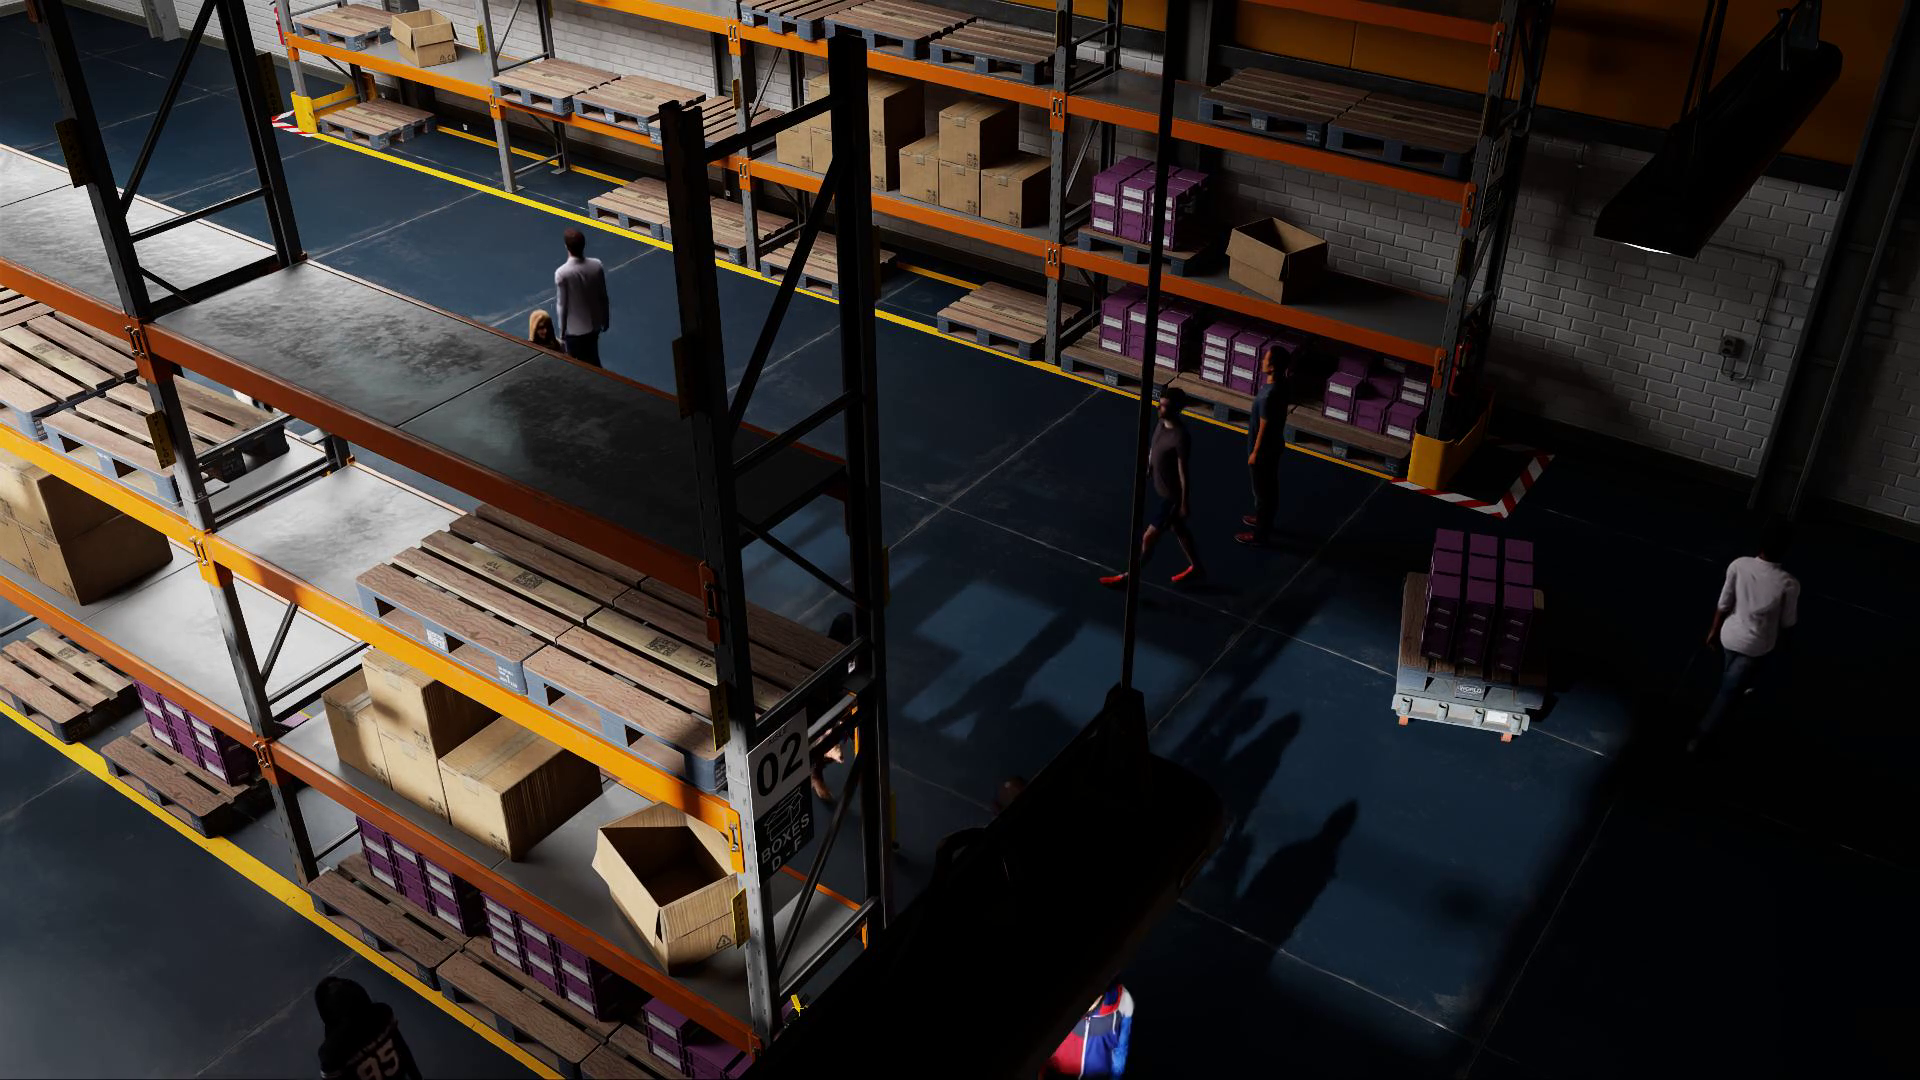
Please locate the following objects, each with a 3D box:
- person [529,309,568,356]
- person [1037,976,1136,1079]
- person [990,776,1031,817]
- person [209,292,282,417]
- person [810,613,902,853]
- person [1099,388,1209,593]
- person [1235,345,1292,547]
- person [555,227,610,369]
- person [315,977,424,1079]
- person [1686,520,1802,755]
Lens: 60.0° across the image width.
[{"bbox_3d":[-3.581,-1.187,14.379,0.710,1.811,0.833,-23,40,-30],"label":"person"},{"bbox_3d":[0.640,2.644,8.686,0.803,1.733,0.861,3,34,5],"label":"person"},{"bbox_3d":[0.203,2.053,9.663,0.765,1.637,0.717,10,35,15],"label":"person"},{"bbox_3d":[-6.319,-1.399,14.828,0.829,1.668,0.890,-1,34,-1],"label":"person"},{"bbox_3d":[-0.799,1.187,10.922,0.893,1.685,1.232,-21,39,-28],"label":"person"},{"bbox_3d":[1.743,-0.374,13.164,1.206,1.802,1.173,-7,34,-11],"label":"person"},{"bbox_3d":[2.551,-0.790,13.783,0.599,1.810,0.692,14,36,20],"label":"person"},{"bbox_3d":[-3.485,-1.999,15.587,1.044,1.827,0.756,28,42,35],"label":"person"},{"bbox_3d":[-3.014,2.831,8.416,0.684,1.720,0.671,15,36,21],"label":"person"},{"bbox_3d":[5.424,0.721,11.546,0.958,1.771,1.182,-22,40,-30],"label":"person"}]
